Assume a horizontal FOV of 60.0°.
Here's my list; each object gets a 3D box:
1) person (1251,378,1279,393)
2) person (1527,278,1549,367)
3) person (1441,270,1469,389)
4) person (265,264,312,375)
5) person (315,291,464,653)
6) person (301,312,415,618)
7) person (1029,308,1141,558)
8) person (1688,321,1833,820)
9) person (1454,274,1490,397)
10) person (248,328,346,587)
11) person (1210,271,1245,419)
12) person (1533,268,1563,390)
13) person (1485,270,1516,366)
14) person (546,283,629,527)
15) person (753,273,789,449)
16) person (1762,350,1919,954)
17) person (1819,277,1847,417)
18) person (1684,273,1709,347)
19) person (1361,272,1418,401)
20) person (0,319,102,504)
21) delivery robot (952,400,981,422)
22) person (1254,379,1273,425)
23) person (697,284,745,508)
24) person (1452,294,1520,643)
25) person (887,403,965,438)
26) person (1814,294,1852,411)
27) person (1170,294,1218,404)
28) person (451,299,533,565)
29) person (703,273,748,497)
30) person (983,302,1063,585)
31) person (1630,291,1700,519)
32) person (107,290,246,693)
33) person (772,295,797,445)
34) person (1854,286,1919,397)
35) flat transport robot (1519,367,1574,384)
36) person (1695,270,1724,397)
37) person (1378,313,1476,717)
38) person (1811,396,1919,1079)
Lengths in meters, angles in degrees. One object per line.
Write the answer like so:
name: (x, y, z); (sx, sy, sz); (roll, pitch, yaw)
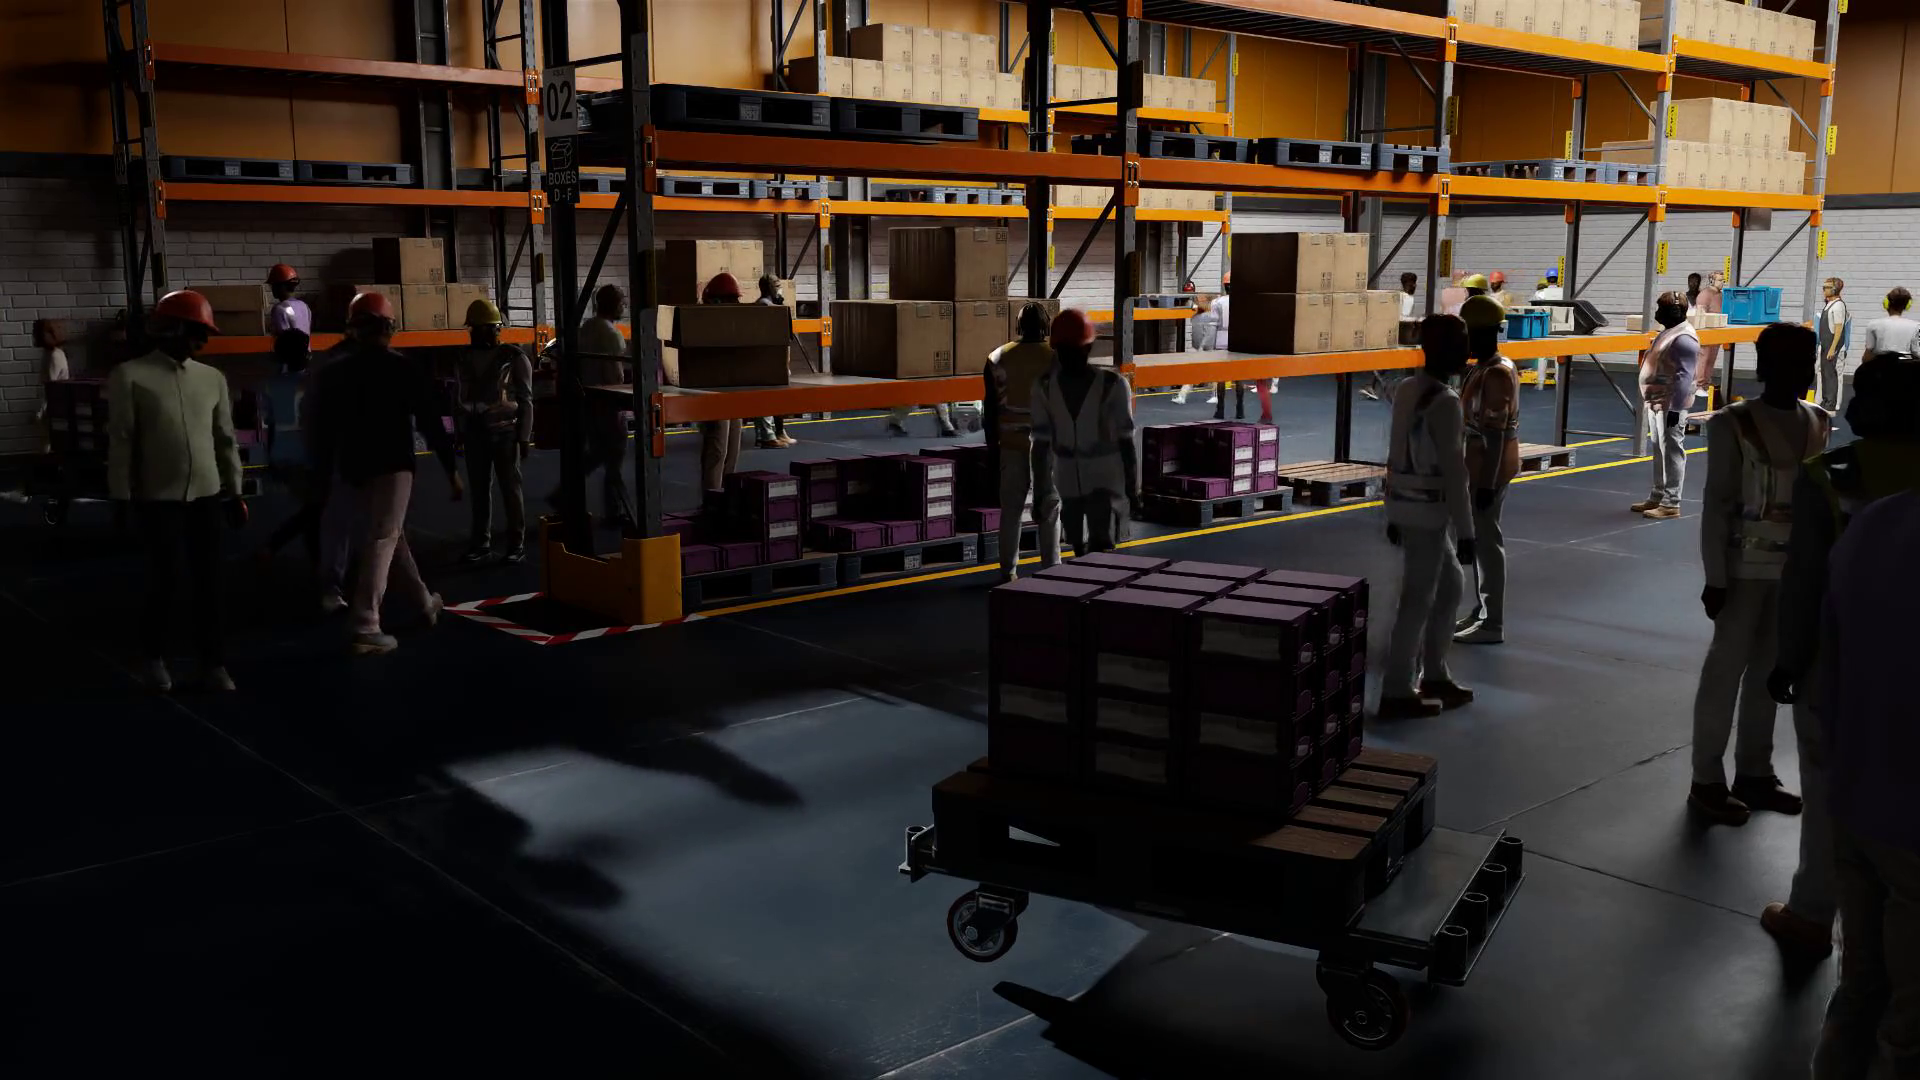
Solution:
person: (4.800, -3.210, 25.868); (0.507, 1.861, 0.329); (7, 12, 36)
person: (10.393, -3.789, 29.651); (0.529, 1.728, 0.787); (9, 13, 43)
person: (7.915, -3.332, 26.462); (0.406, 1.902, 0.636); (-8, 13, -40)
person: (-6.621, -1.692, 16.439); (0.394, 2.044, 0.609); (1, 10, 4)
person: (-3.122, -0.382, 9.120); (0.735, 1.926, 1.043); (2, 10, 12)
person: (-3.614, -0.496, 10.045); (0.659, 1.844, 0.937); (-4, 11, -23)
person: (0.643, -0.288, 8.783); (0.564, 1.862, 0.960); (4, 11, 24)
person: (3.060, 0.127, 6.289); (0.590, 1.883, 0.396); (-4, 11, -23)
person: (5.942, -2.073, 19.042); (0.698, 1.906, 0.619); (-2, 10, -13)
person: (-4.291, -0.515, 10.633); (0.522, 1.670, 0.736); (6, 11, 31)
person: (3.528, -2.544, 21.744); (0.551, 1.932, 0.378); (0, 10, 3)
person: (9.376, -3.337, 26.381); (0.602, 1.937, 0.408); (2, 10, 10)
person: (8.959, -3.532, 27.631); (0.827, 1.909, 0.547); (-5, 11, -27)
person: (-2.862, -1.032, 12.953); (0.616, 1.916, 0.656); (-7, 12, -37)
person: (-2.130, -1.978, 18.417); (0.379, 1.940, 0.629); (-3, 10, -16)
person: (2.772, 0.349, 5.069); (0.633, 1.846, 0.429); (0, 10, -3)
person: (11.500, -2.546, 22.014); (0.333, 1.846, 0.514); (3, 10, 15)
person: (11.110, -3.107, 25.254); (0.593, 1.868, 1.000); (5, 11, 26)
person: (6.410, -2.991, 24.472); (0.940, 1.911, 0.653); (-3, 10, -15)
person: (-7.800, -1.076, 14.169); (0.825, 1.588, 0.508); (-7, 12, -36)
delivery robot: (0.084, -1.648, 20.257); (0.477, 0.478, 0.707); (0, 10, 2)
person: (3.755, -2.292, 20.827); (0.551, 1.734, 0.508); (-9, 13, -43)
person: (-2.044, -1.207, 13.979); (0.399, 1.923, 0.542); (-9, 13, -43)
person: (2.870, -0.387, 9.180); (0.395, 1.919, 0.582); (1, 10, 7)
person: (-0.436, -2.080, 19.485); (0.931, 1.790, 0.596); (1, 10, 6)
person: (11.946, -2.583, 22.837); (0.514, 1.640, 0.310); (0, 10, 0)
person: (3.448, -2.749, 23.974); (0.751, 1.600, 0.506); (-6, 12, -33)
person: (-3.239, -0.737, 11.467); (0.600, 1.829, 0.404); (2, 10, 14)
person: (-1.807, -1.049, 12.818); (0.381, 1.994, 0.619); (3, 10, 16)
person: (0.463, -0.598, 10.658); (0.625, 1.836, 0.429); (3, 10, 16)
person: (5.743, -1.095, 13.533); (0.429, 1.845, 0.621); (1, 10, 8)
person: (-3.781, -0.222, 8.075); (0.450, 1.956, 0.651); (7, 12, 34)
person: (-2.084, -1.919, 18.778); (0.320, 1.698, 0.531); (-8, 13, -40)
person: (8.859, -1.496, 15.870); (0.526, 1.846, 0.630); (1, 10, 6)
flat transport robot: (9.809, -2.760, 27.871); (0.652, 0.197, 1.431); (6, 11, 30)
person: (11.406, -3.124, 25.223); (0.652, 1.906, 0.402); (-8, 13, -40)
person: (2.236, -0.099, 7.634); (0.655, 1.860, 0.599); (-1, 10, -3)
person: (1.936, 0.611, 3.327); (0.496, 1.937, 0.644); (0, 10, 0)
